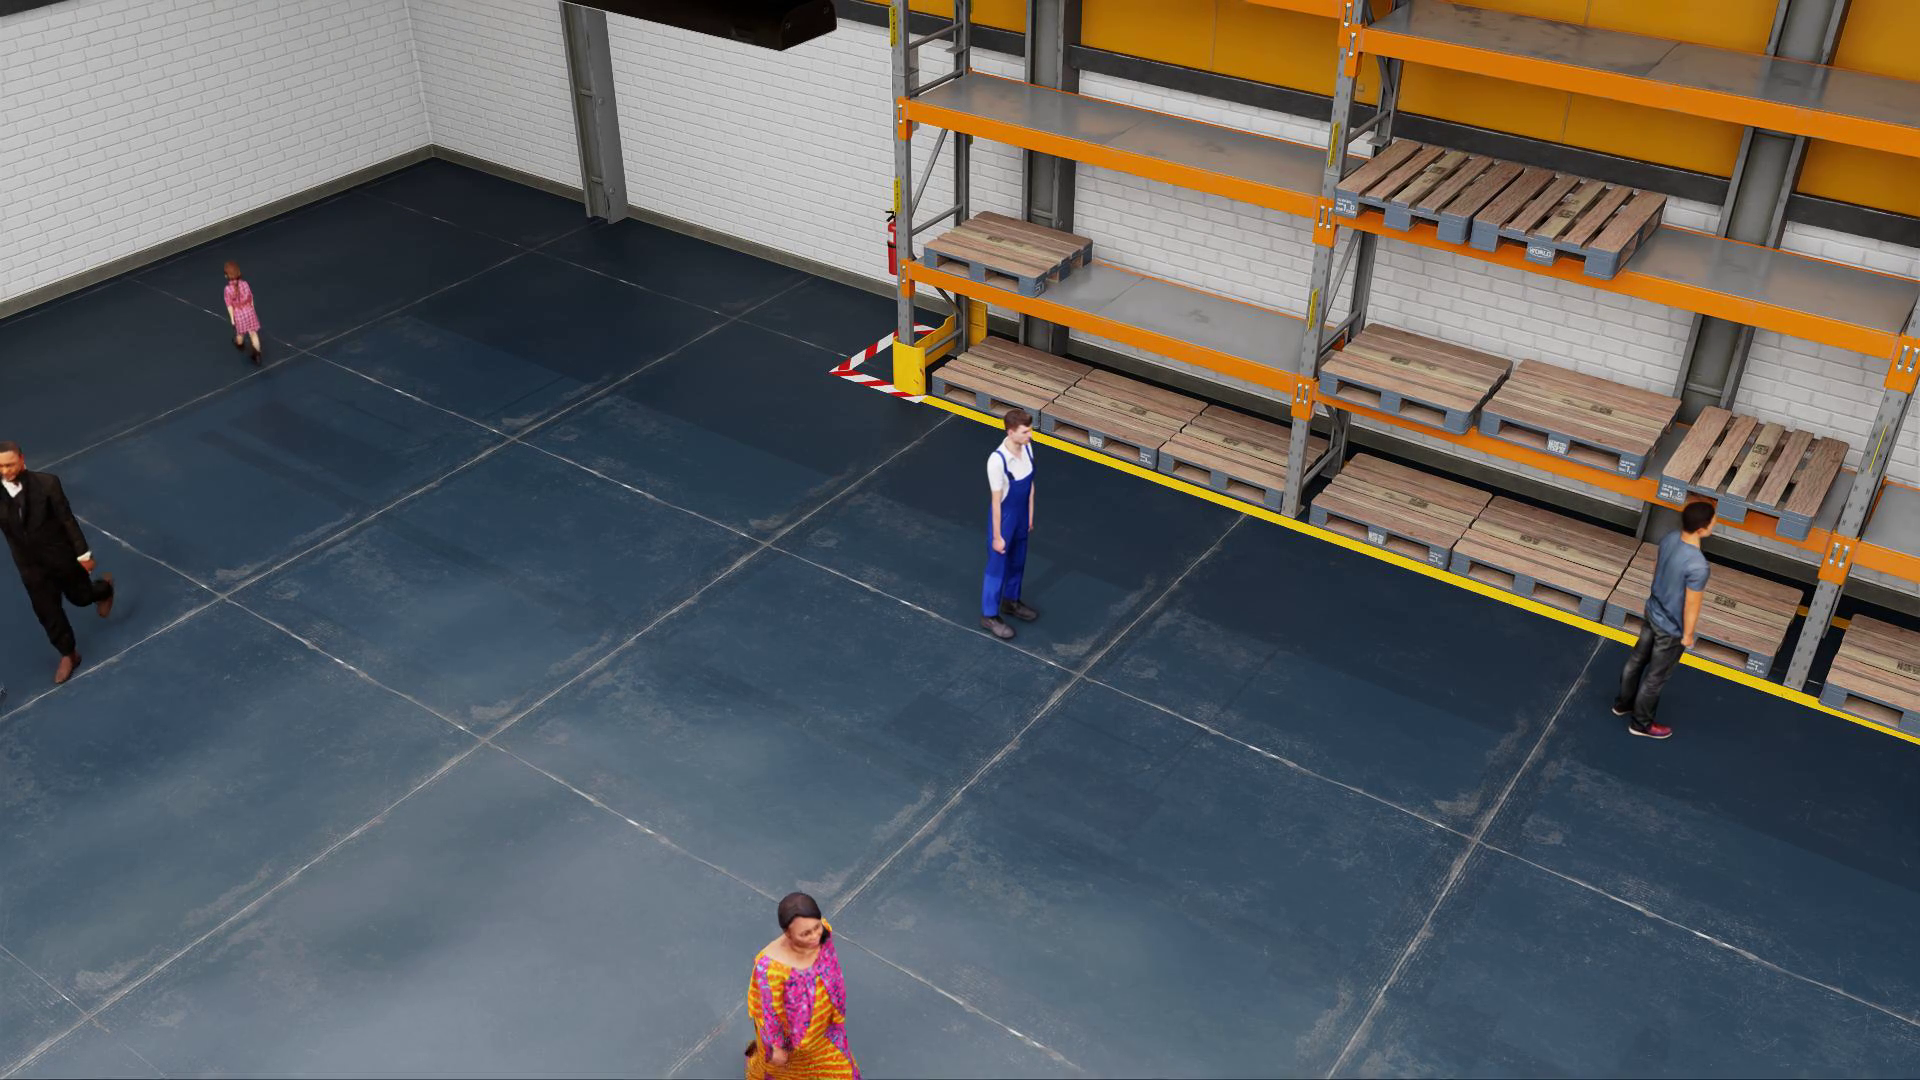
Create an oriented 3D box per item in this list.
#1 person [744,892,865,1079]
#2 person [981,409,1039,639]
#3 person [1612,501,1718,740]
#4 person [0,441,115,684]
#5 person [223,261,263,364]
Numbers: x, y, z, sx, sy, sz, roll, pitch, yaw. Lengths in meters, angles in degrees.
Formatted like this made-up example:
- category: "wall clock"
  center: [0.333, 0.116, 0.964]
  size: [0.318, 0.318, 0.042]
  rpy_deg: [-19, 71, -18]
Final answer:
- category: "person"
  center: [-0.856, 2.400, 8.548]
  size: [1.225, 1.650, 0.780]
  rpy_deg: [28, 43, 35]
- category: "person"
  center: [0.359, -0.160, 12.221]
  size: [0.563, 1.847, 0.630]
  rpy_deg: [25, 41, 32]
- category: "person"
  center: [4.782, 0.516, 11.240]
  size: [0.767, 1.809, 0.722]
  rpy_deg: [-4, 34, -6]
- category: "person"
  center: [-6.465, 0.058, 11.866]
  size: [1.177, 1.878, 1.167]
  rpy_deg: [-1, 34, -1]
- category: "person"
  center: [-6.898, -2.178, 16.021]
  size: [0.521, 1.004, 0.750]
  rpy_deg: [-28, 43, -35]
